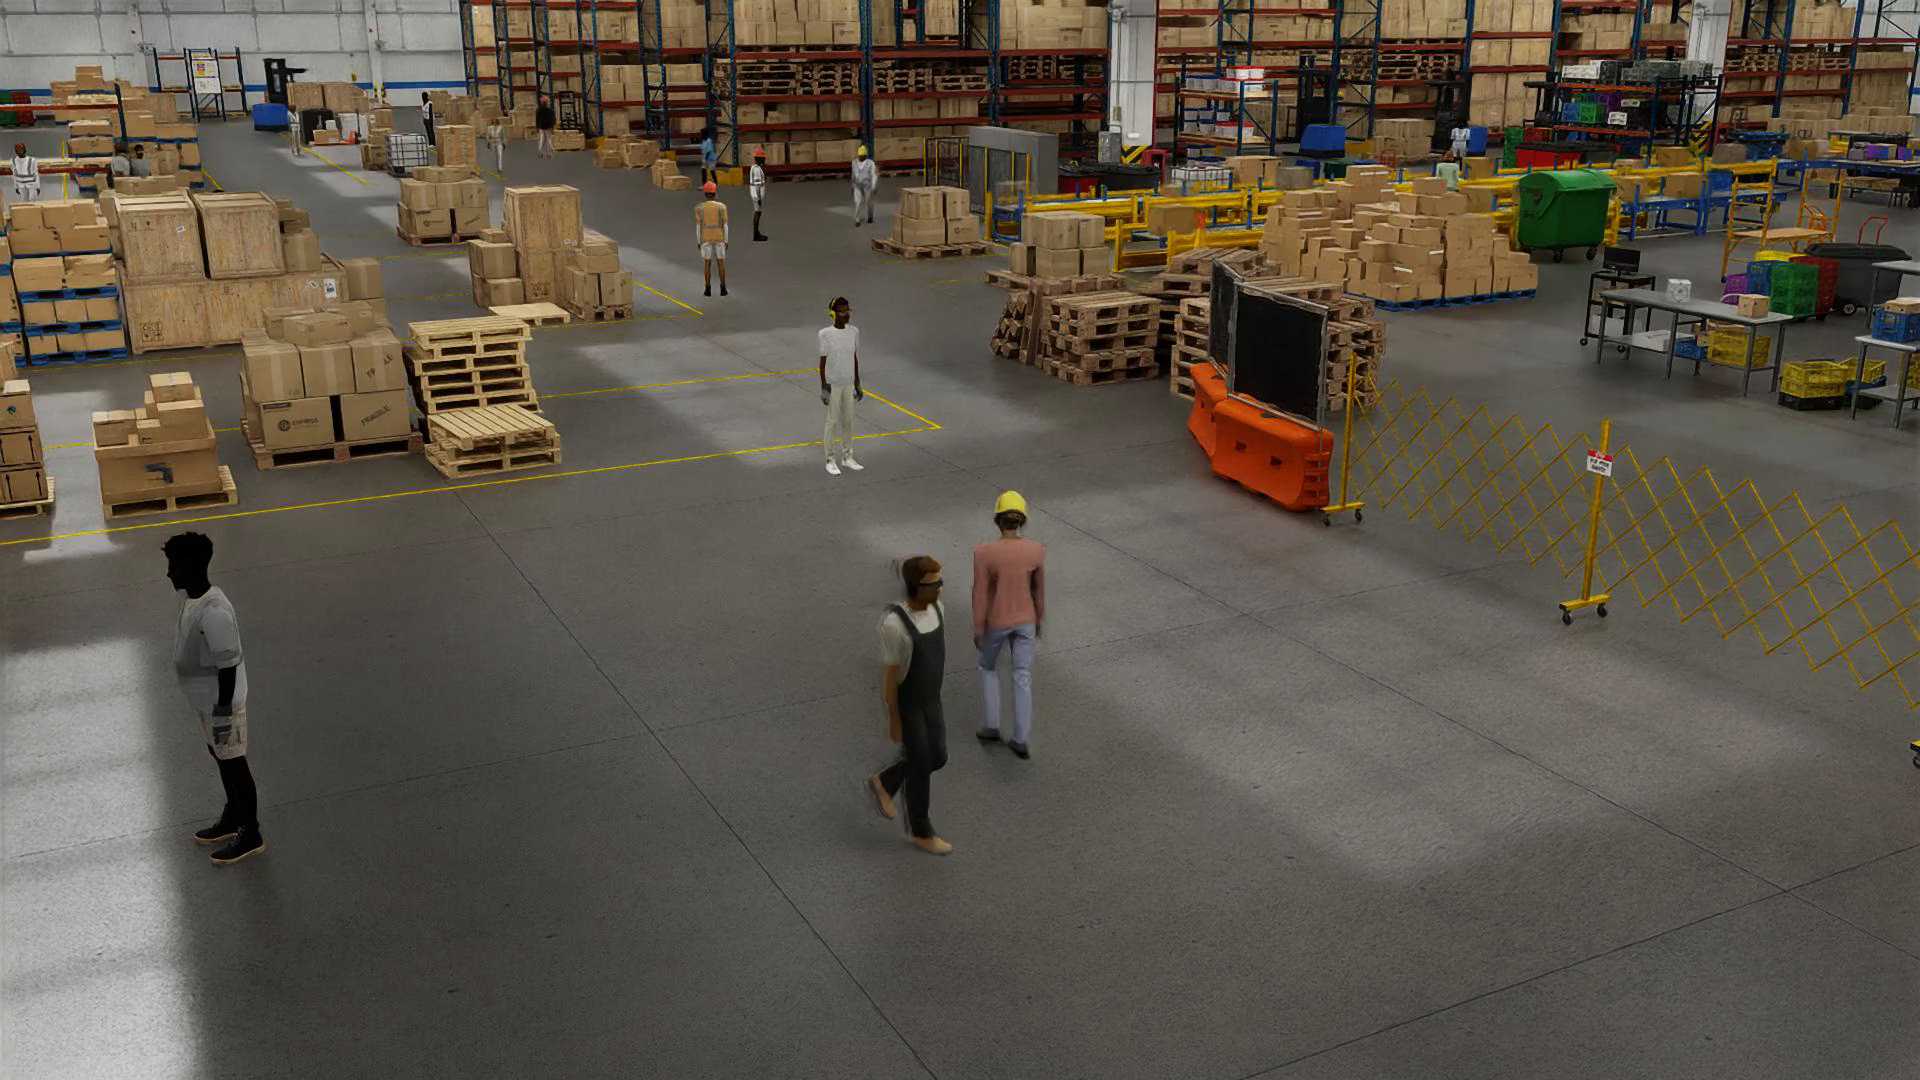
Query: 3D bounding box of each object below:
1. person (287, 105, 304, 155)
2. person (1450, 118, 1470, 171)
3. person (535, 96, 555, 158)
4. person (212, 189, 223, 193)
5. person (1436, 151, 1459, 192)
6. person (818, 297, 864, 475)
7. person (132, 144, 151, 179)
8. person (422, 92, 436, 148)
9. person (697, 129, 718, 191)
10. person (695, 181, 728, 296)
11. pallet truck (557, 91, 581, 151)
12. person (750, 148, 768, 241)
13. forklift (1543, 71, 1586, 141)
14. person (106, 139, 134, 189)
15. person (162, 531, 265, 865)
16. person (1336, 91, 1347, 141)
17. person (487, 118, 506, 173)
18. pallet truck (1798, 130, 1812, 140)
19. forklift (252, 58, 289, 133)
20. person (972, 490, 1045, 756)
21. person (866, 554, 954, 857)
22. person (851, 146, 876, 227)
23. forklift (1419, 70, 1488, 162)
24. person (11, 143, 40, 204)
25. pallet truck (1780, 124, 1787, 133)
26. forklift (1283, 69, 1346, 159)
[{"bbox_3d":[-22.183,-13.670,55.451,0.306,1.639,0.523,6,19,19],"label":"person"},{"bbox_3d":[14.465,-11.365,48.173,0.537,1.695,0.321,6,19,17],"label":"person"},{"bbox_3d":[-13.519,-13.470,54.269,0.617,1.999,0.382,4,18,13],"label":"person"},{"bbox_3d":[-12.066,-4.772,27.259,0.392,1.921,0.593,2,18,7],"label":"person"},{"bbox_3d":[11.065,-8.011,37.815,0.505,1.636,0.278,5,18,15],"label":"person"},{"bbox_3d":[-1.247,-1.629,17.535,0.514,1.876,0.328,-14,23,-38],"label":"person"},{"bbox_3d":[-18.092,-7.825,36.862,0.309,1.868,0.535,11,21,30],"label":"person"},{"bbox_3d":[-18.665,-14.760,58.419,0.396,1.911,0.588,-16,24,-40],"label":"person"},{"bbox_3d":[-6.769,-10.158,44.472,0.509,1.633,0.797,17,24,42],"label":"person"},{"bbox_3d":[-4.217,-5.127,28.333,0.545,1.942,0.353,-3,18,-9],"label":"person"},{"bbox_3d":[-13.495,-14.412,57.188,0.823,1.965,1.885,-3,18,-9],"label":"pallet truck"},{"bbox_3d":[-4.227,-7.275,35.061,0.384,1.929,0.539,-3,18,-10],"label":"person"},{"bbox_3d":[18.685,-13.231,52.085,1.873,2.768,1.129,-9,20,-26],"label":"forklift"},{"bbox_3d":[-18.340,-7.753,36.358,0.540,2.000,0.715,-2,18,-7],"label":"person"},{"bbox_3d":[-4.280,0.891,9.528,0.368,1.966,0.603,-13,22,-34],"label":"person"},{"bbox_3d":[13.861,-15.508,60.930,0.871,1.807,0.593,-7,19,-20],"label":"person"},{"bbox_3d":[-13.840,-11.792,49.676,0.506,1.592,0.883,-1,18,-4],"label":"person"},{"bbox_3d":[25.526,-11.556,49.408,1.630,1.274,0.653,-9,20,-26],"label":"pallet truck"},{"bbox_3d":[-26.855,-17.520,65.455,1.129,2.768,1.873,10,20,28],"label":"forklift"},{"bbox_3d":[0.330,0.553,10.946,0.542,1.730,0.584,-5,19,-16],"label":"person"},{"bbox_3d":[-0.309,0.934,9.634,0.583,1.830,0.502,12,21,33],"label":"person"},{"bbox_3d":[-2.168,-8.004,37.563,0.597,1.791,0.900,3,18,9],"label":"person"},{"bbox_3d":[15.832,-13.522,52.992,1.873,2.768,1.129,-9,20,-26],"label":"forklift"},{"bbox_3d":[-20.755,-7.877,37.024,0.573,1.873,0.356,0,18,1],"label":"person"},{"bbox_3d":[25.206,-12.542,52.601,1.601,1.201,0.680,0,18,-2],"label":"pallet truck"},{"bbox_3d":[11.615,-13.871,54.079,1.129,2.768,1.873,-9,20,-27],"label":"forklift"}]
